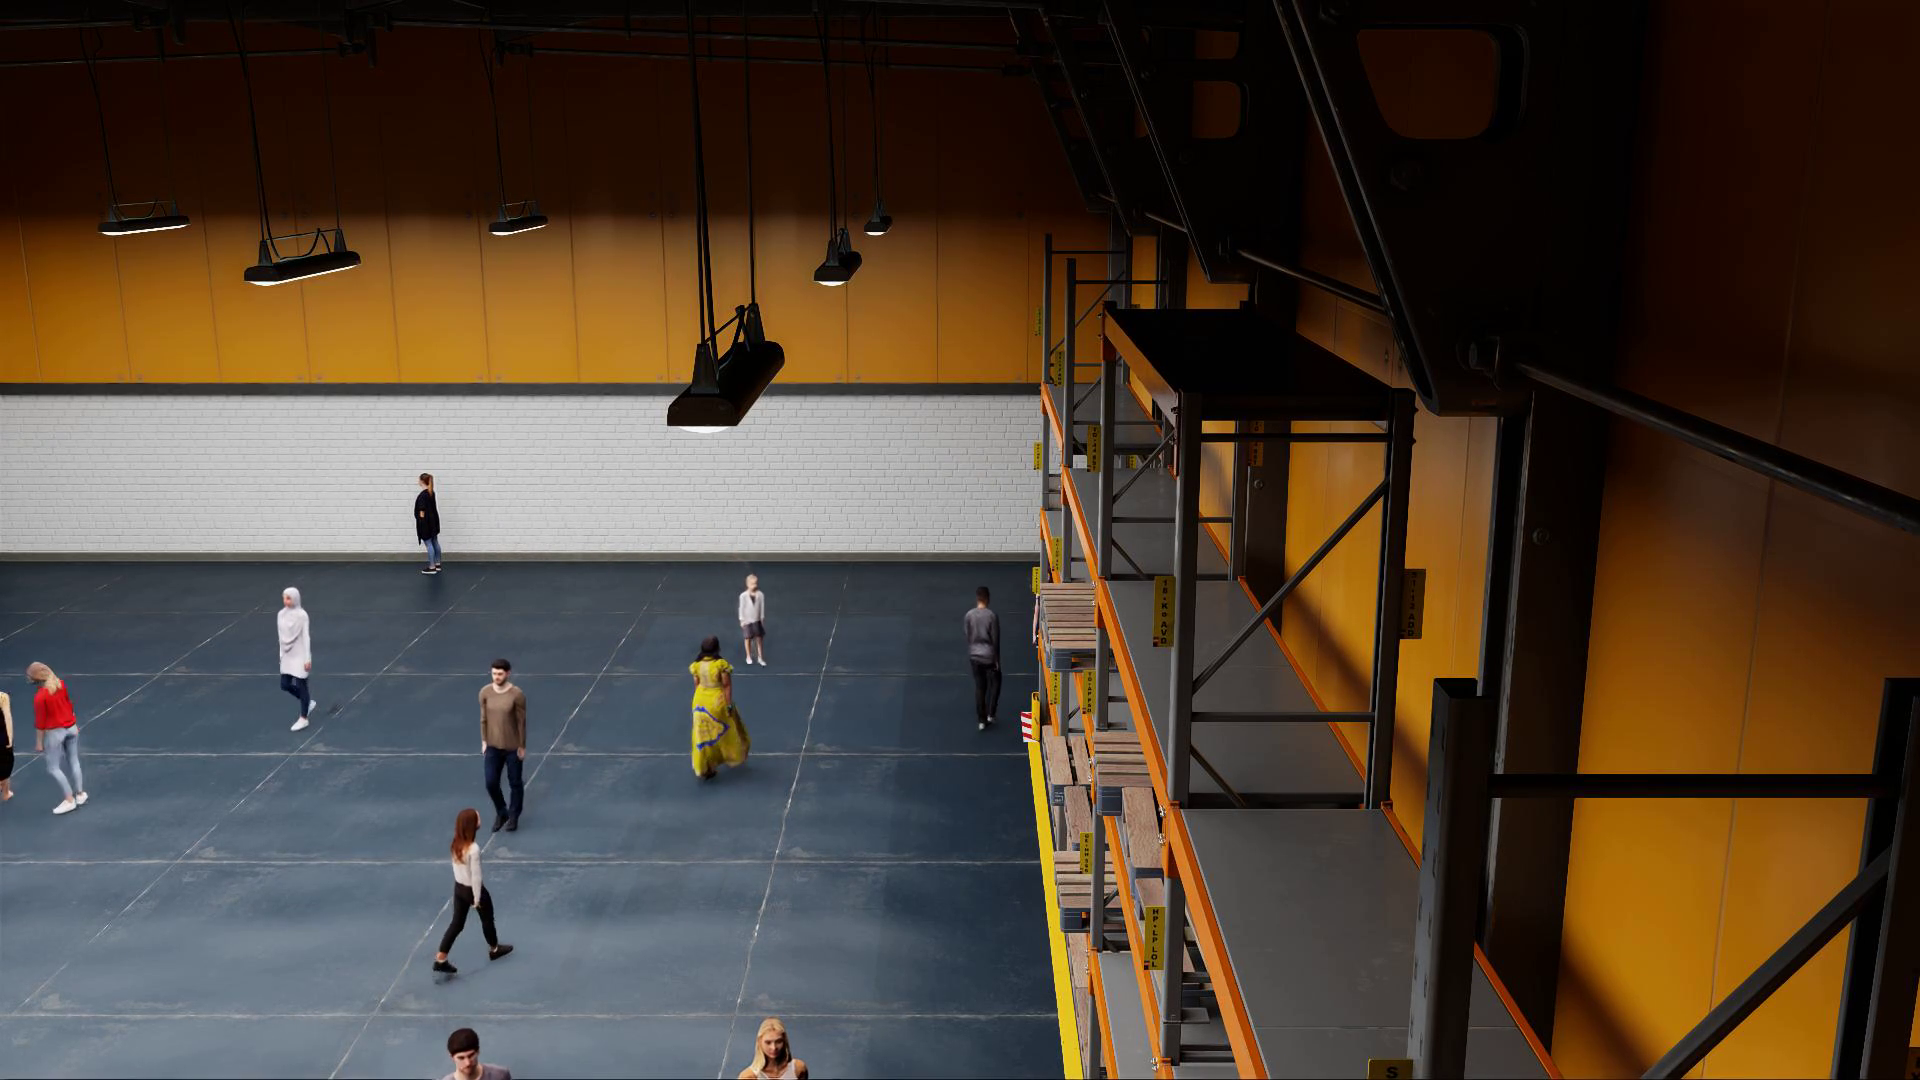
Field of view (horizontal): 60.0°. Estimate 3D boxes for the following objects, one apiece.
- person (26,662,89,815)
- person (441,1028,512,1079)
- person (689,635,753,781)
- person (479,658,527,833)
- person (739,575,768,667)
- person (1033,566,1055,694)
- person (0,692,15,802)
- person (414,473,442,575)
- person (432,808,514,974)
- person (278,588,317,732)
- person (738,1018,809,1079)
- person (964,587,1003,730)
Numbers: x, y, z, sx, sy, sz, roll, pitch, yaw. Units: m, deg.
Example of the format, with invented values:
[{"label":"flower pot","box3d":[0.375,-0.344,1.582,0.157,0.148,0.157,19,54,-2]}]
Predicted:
[{"label":"person","box3d":[-9.633,2.071,17.865,0.814,1.679,0.551,6,15,25]},{"label":"person","box3d":[-2.990,3.829,10.288,0.958,1.827,1.066,-8,16,-31]},{"label":"person","box3d":[-2.806,1.903,18.652,0.951,1.635,1.231,5,14,18]},{"label":"person","box3d":[-4.709,2.103,17.314,0.670,1.875,0.607,1,14,4]},{"label":"person","box3d":[-2.873,1.083,22.832,0.610,1.260,0.712,-4,14,-15]},{"label":"person","box3d":[1.168,1.174,21.433,0.672,1.742,0.694,9,16,33]},{"label":"person","box3d":[-10.337,2.160,17.698,0.730,1.584,1.112,-4,14,-16]},{"label":"person","box3d":[-8.805,-0.285,27.587,0.736,1.683,0.581,3,14,13]},{"label":"person","box3d":[-4.294,3.044,14.321,0.906,1.455,1.040,10,17,35]},{"label":"person","box3d":[-8.063,1.423,20.345,0.746,1.770,0.808,6,15,22]},{"label":"person","box3d":[-1.155,3.812,10.415,0.709,1.802,0.699,-5,15,-20]},{"label":"person","box3d":[0.254,1.463,20.231,0.726,1.746,0.732,6,15,23]}]
